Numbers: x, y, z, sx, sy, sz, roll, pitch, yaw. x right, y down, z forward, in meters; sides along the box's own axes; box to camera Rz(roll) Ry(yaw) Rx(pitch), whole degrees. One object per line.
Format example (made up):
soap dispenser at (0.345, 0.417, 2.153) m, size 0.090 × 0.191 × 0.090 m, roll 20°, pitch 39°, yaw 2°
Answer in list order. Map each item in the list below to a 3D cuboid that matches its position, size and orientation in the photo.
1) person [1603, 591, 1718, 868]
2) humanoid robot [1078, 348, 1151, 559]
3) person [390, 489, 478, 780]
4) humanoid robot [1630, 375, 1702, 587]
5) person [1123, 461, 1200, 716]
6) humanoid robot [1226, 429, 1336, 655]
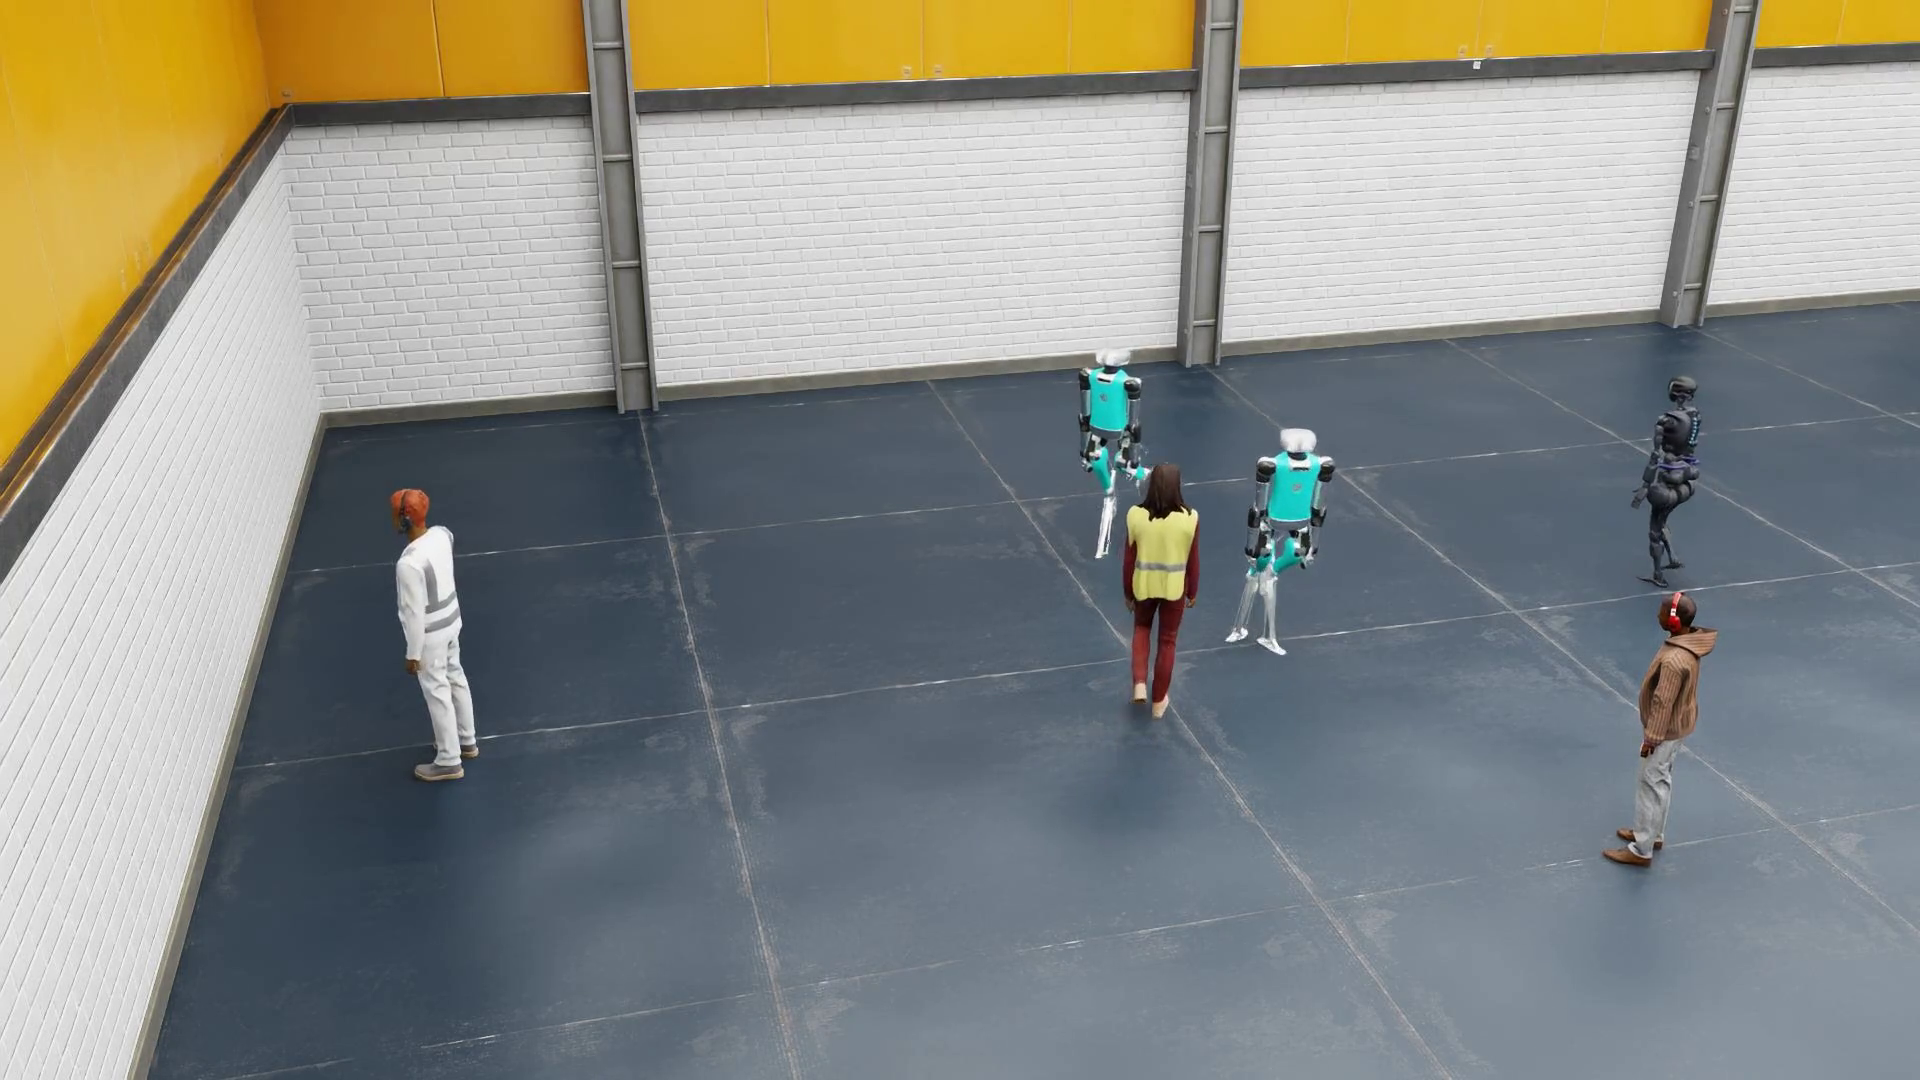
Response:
person at (3.917, 1.051, 9.264) m, size 0.338 × 1.640 × 0.479 m, roll 14°, pitch 27°, yaw 29°
humanoid robot at (1.341, -0.764, 13.317) m, size 0.538 × 1.772 × 0.967 m, roll 14°, pitch 28°, yaw 29°
person at (-3.203, 0.567, 10.073) m, size 0.349 × 1.881 × 0.571 m, roll 3°, pitch 24°, yaw 7°
humanoid robot at (5.386, -0.440, 12.618) m, size 0.603 × 1.646 × 0.347 m, roll -15°, pitch 28°, yaw -30°
person at (1.302, 0.326, 10.771) m, size 0.483 × 1.756 × 0.445 m, roll 6°, pitch 24°, yaw 13°
humanoid robot at (2.186, -0.014, 11.599) m, size 0.570 × 1.788 × 0.849 m, roll -2°, pitch 24°, yaw -5°
